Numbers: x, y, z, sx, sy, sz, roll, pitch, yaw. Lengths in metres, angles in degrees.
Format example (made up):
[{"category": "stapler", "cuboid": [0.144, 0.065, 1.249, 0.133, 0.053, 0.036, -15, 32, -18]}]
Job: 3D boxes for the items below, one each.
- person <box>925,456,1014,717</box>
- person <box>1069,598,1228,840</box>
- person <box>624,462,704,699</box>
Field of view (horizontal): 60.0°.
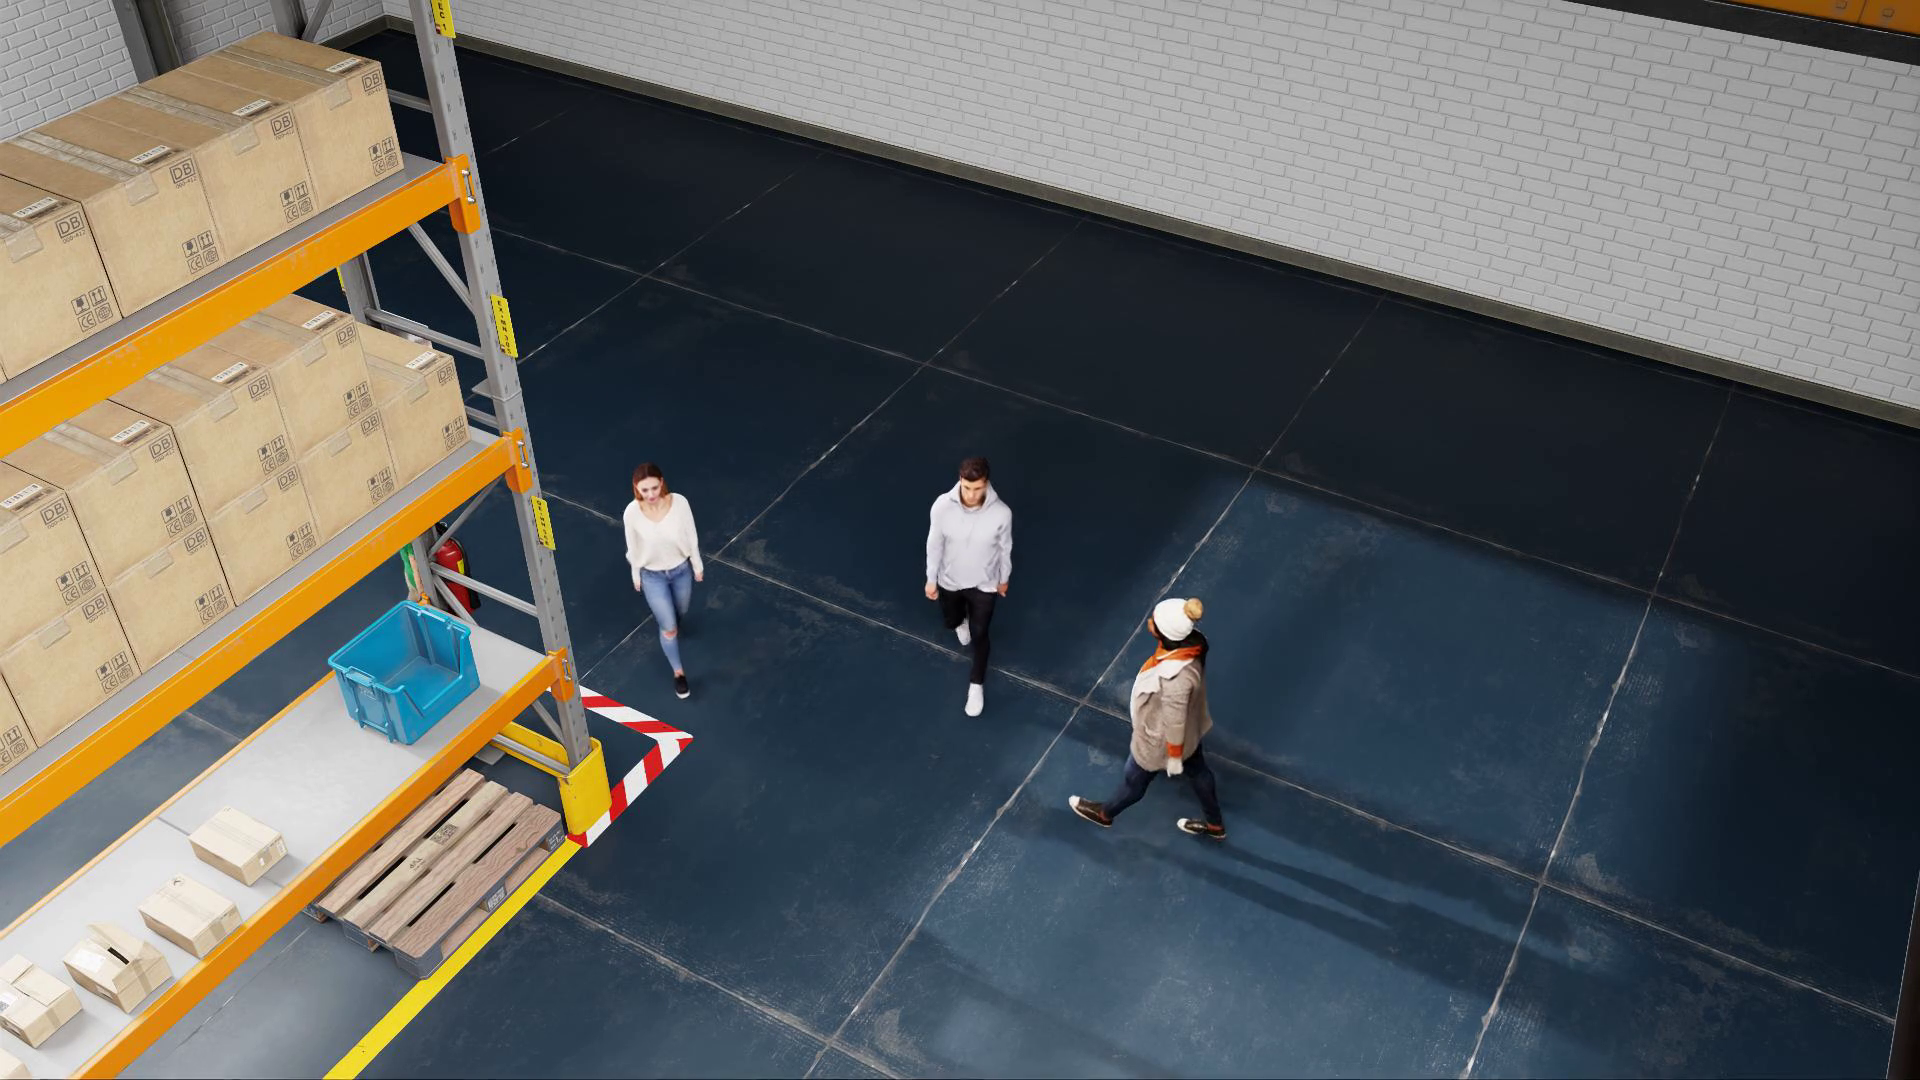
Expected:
[{"category": "person", "cuboid": [0.057, 0.171, 10.488, 0.973, 1.906, 1.195, 2, 39, 3]}, {"category": "person", "cuboid": [1.296, 1.061, 9.430, 0.888, 1.836, 1.159, 13, 40, 16]}, {"category": "person", "cuboid": [-1.895, 0.171, 10.677, 1.052, 1.670, 1.076, -12, 40, -14]}]
